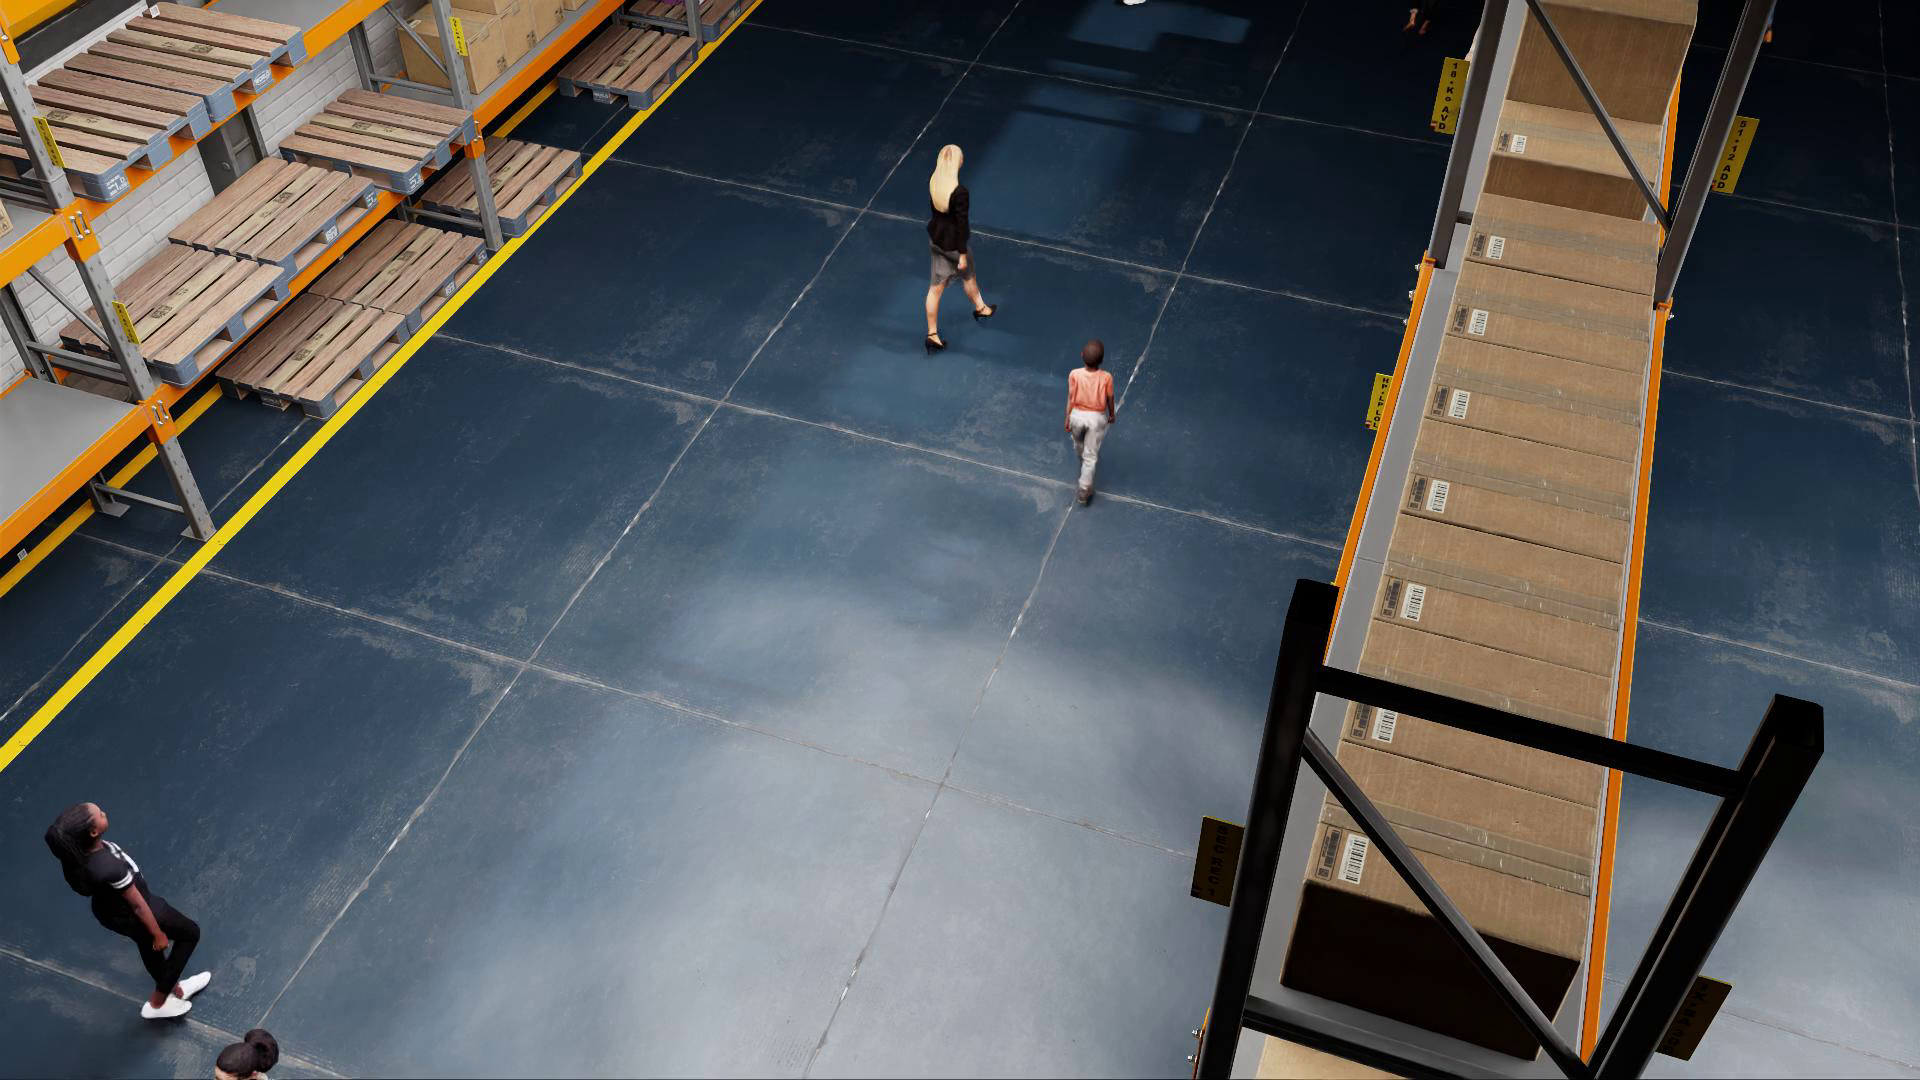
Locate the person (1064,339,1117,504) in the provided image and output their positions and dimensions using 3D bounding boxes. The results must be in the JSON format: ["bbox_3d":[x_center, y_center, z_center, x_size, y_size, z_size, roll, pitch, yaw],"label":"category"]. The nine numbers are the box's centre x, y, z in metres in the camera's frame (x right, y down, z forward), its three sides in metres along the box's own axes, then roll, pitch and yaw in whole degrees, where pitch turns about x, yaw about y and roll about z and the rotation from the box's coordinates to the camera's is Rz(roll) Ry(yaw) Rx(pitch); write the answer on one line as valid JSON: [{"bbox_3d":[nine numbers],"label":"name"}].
[{"bbox_3d":[0.926,-0.845,12.112,0.560,1.278,0.910,9,44,10],"label":"person"}]

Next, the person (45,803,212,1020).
[{"bbox_3d":[-4.423,2.030,8.772,0.715,1.722,0.754,25,49,24],"label":"person"}]

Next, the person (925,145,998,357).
[{"bbox_3d":[-0.159,-2.254,13.206,0.901,1.808,1.130,33,53,30],"label":"person"}]

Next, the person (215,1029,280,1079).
[{"bbox_3d":[-3.181,2.866,7.863,0.645,1.765,0.649,22,48,21],"label":"person"}]

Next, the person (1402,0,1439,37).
[{"bbox_3d":[4.884,-6.009,17.145,0.657,1.812,0.856,18,47,18],"label":"person"}]
